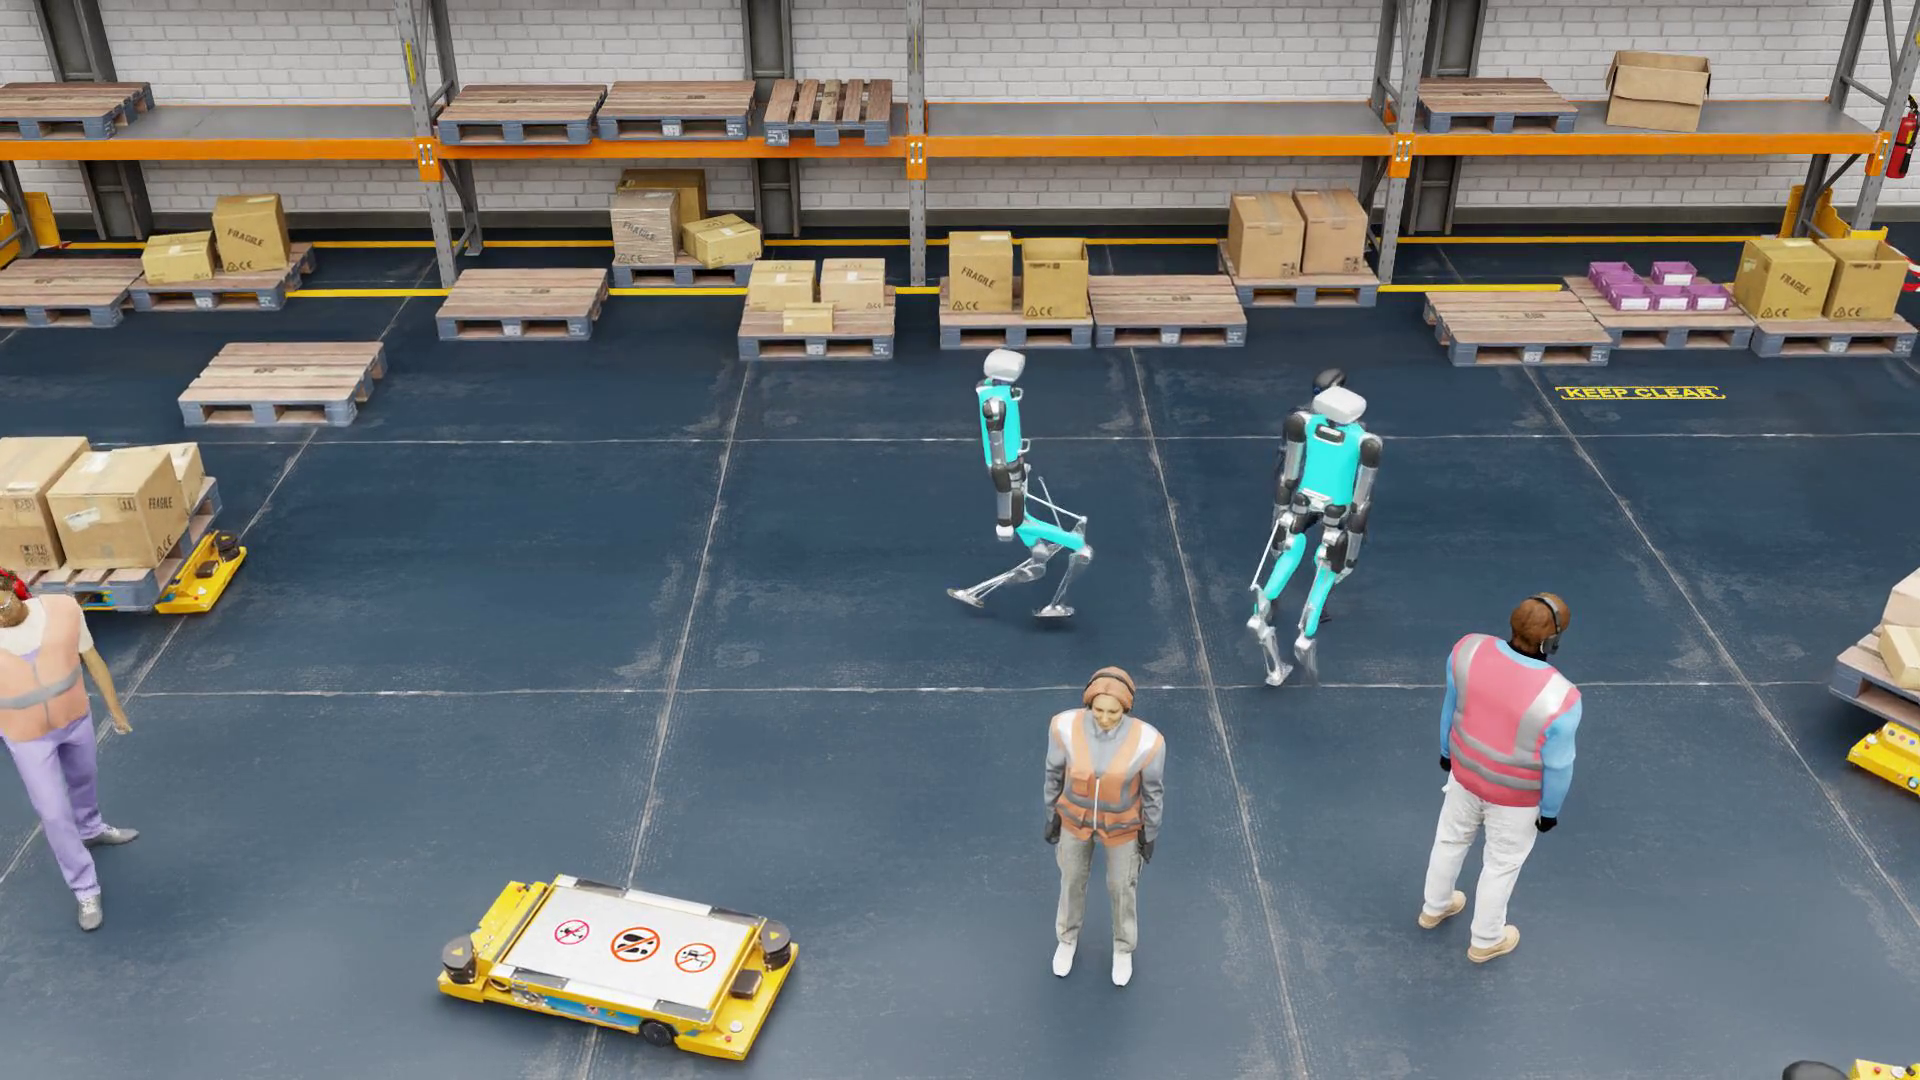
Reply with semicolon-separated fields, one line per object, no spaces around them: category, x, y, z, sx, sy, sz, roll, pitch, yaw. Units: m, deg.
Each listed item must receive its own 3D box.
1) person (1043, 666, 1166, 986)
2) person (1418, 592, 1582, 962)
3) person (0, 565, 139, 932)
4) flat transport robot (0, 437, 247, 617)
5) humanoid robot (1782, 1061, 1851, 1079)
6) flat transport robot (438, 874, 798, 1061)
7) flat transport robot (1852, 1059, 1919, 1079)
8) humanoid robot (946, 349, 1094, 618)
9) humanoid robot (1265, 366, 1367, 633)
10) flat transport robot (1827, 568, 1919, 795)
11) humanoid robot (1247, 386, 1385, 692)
person;0.602;1.214;7.068;0.506;1.629;0.314;9;32;15
person;2.344;1.020;7.201;0.431;1.836;0.628;-23;38;-33
person;-4.107;0.851;7.508;0.715;1.806;0.591;23;38;33
flat transport robot;-5.165;0.202;10.075;1.431;0.231;0.659;-1;31;-1
humanoid robot;2.472;2.248;5.307;0.365;1.640;0.608;9;32;15
flat transport robot;-1.499;1.851;7.329;1.431;0.231;0.659;8;32;14
flat transport robot;4.296;2.396;6.422;1.431;0.231;0.659;8;32;13
humanoid robot;0.408;-0.240;9.381;0.997;1.733;0.546;3;31;5
humanoid robot;2.021;-0.200;9.378;0.609;1.650;0.404;21;37;30
flat transport robot;5.370;0.974;8.790;1.431;0.231;0.659;-23;38;-33
humanoid robot;1.788;0.117;8.807;0.540;1.803;0.741;22;37;31
